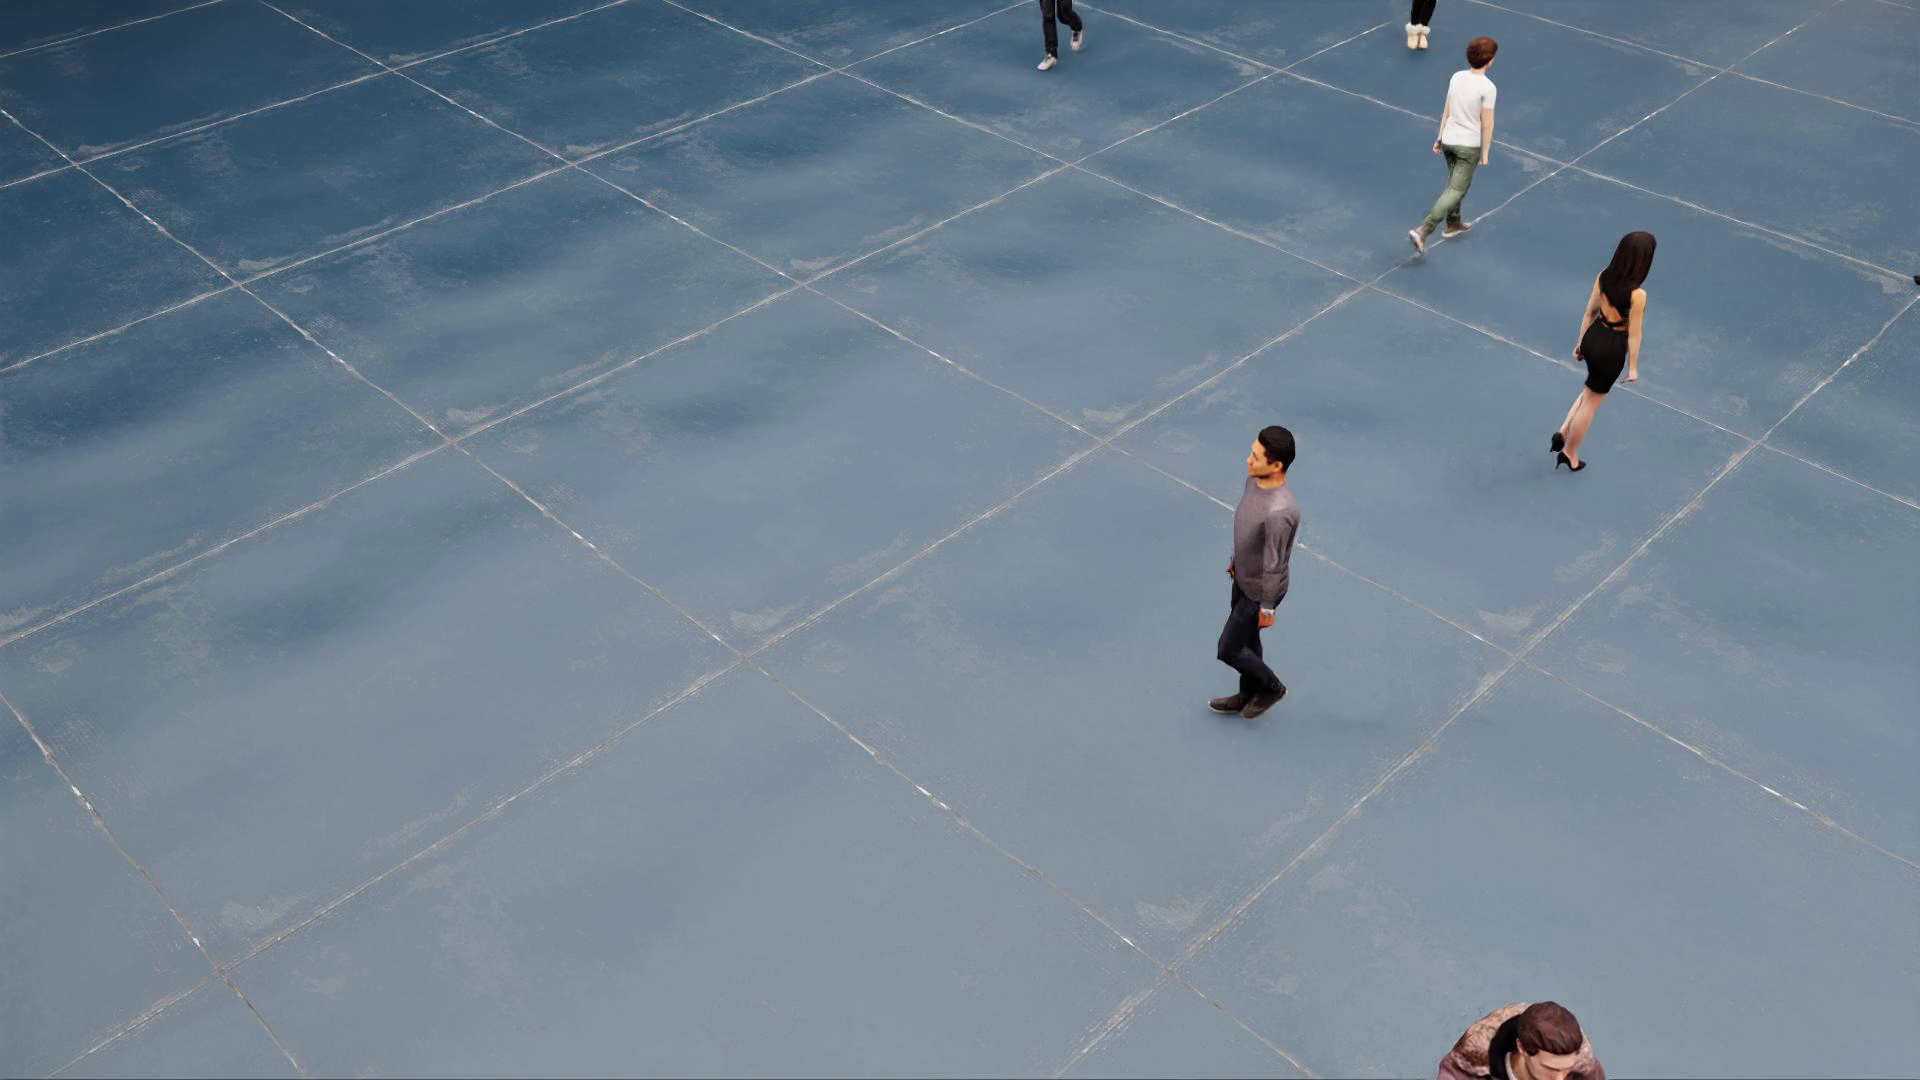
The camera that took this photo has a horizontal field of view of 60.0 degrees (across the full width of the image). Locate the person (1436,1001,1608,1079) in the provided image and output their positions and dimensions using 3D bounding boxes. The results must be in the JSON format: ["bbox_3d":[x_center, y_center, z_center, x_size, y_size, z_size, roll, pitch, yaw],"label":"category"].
[{"bbox_3d":[1.773,2.114,5.668,0.919,1.837,0.993,-3,37,-4],"label":"person"}]

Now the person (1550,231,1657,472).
[{"bbox_3d":[3.815,-1.095,10.053,0.701,1.638,0.658,-10,38,-13],"label":"person"}]

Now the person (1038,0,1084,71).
[{"bbox_3d":[0.951,-5.311,15.508,0.756,1.748,0.962,20,42,24],"label":"person"}]

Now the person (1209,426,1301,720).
[{"bbox_3d":[1.558,0.215,8.231,0.808,1.758,0.858,-25,44,-29],"label":"person"}]

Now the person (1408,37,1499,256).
[{"bbox_3d":[3.705,-2.916,12.458,1.099,1.626,0.673,-25,44,-29],"label":"person"}]
